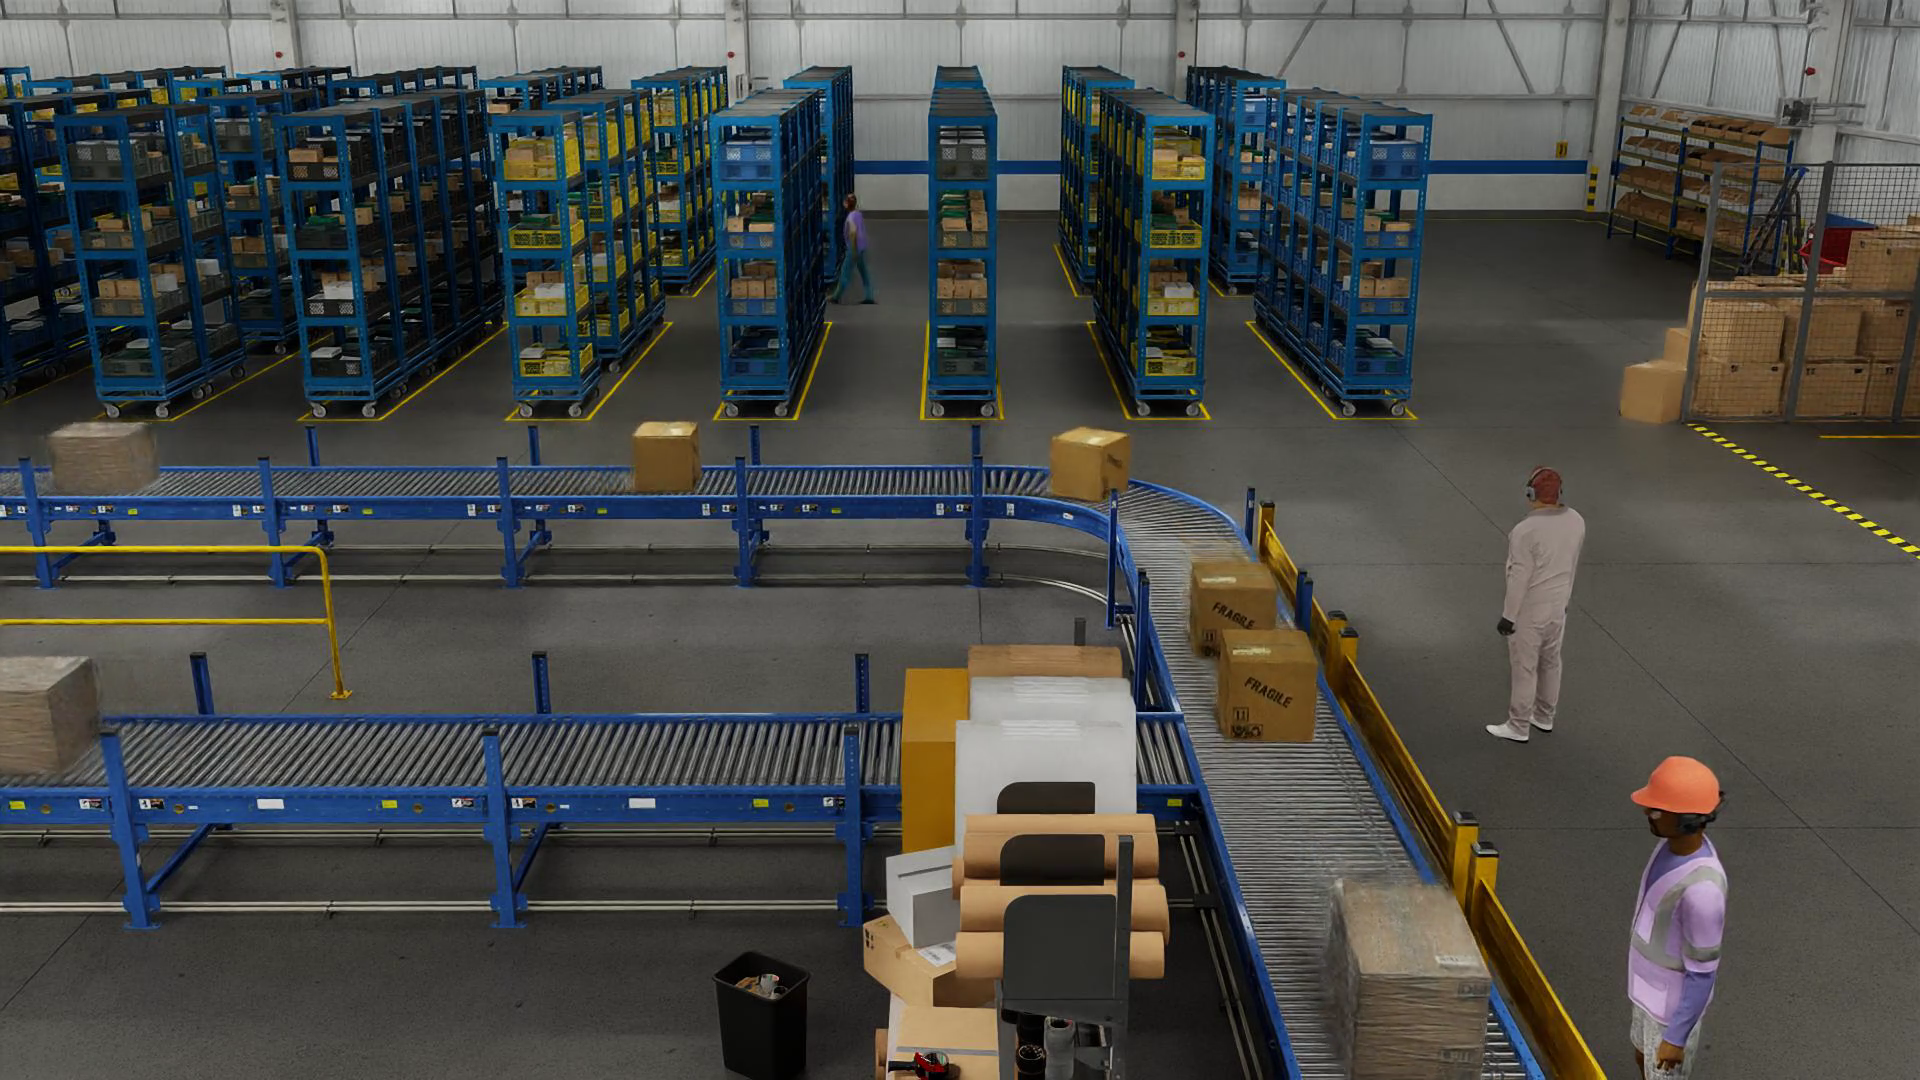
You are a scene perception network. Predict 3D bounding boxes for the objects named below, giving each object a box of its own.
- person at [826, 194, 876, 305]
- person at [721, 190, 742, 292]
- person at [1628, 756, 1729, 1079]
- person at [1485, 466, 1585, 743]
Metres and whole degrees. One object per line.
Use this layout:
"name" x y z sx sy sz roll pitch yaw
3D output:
"person" -1.829 -4.786 27.439 0.938 1.806 0.564 4 18 11
"person" -3.888 -5.117 28.516 0.405 1.782 0.667 6 19 17
"person" 2.820 1.822 6.727 0.391 2.040 0.615 4 18 11
"person" 3.864 0.435 11.223 0.643 1.905 0.399 -11 21 -31
